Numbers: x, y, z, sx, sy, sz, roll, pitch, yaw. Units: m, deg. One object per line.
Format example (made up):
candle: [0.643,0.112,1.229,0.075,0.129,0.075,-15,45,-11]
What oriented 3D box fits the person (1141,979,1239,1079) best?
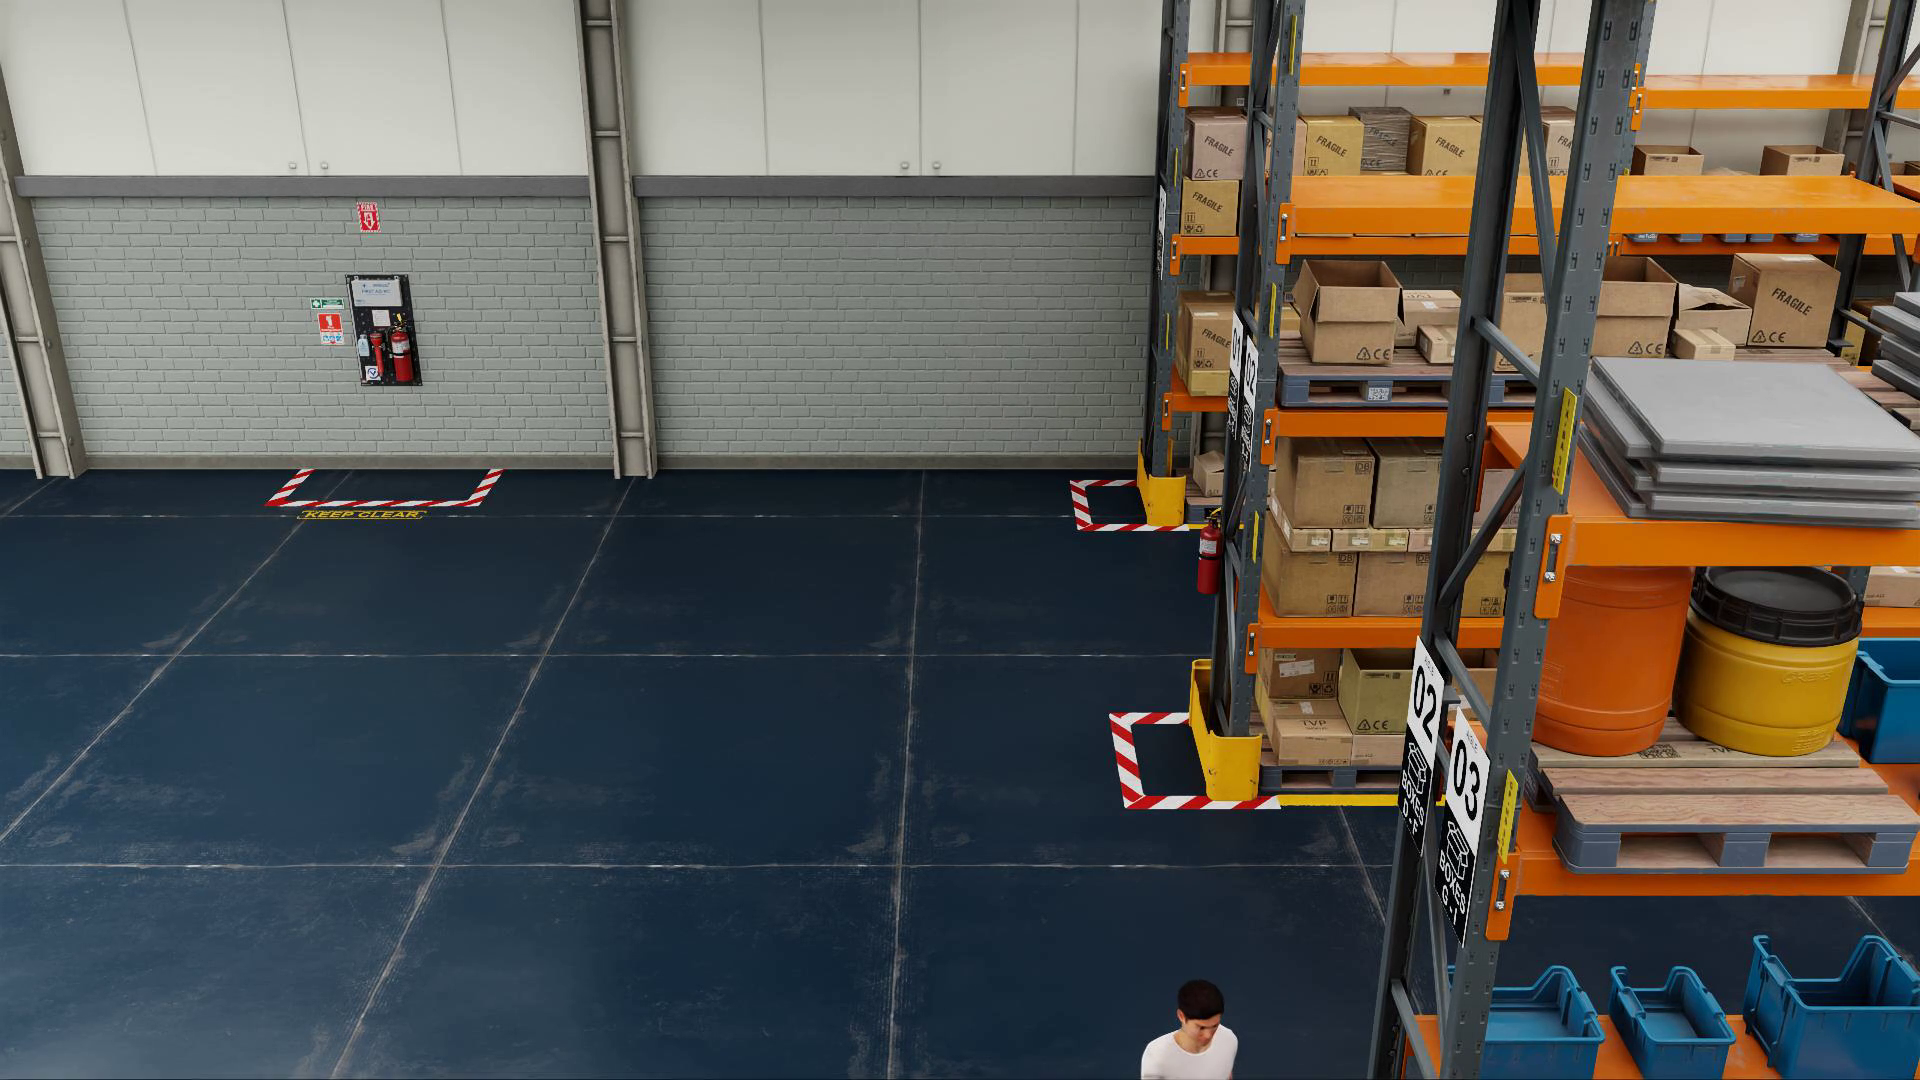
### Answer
person: [0.988,2.639,7.344,0.614,1.717,0.758,-10,25,-22]
